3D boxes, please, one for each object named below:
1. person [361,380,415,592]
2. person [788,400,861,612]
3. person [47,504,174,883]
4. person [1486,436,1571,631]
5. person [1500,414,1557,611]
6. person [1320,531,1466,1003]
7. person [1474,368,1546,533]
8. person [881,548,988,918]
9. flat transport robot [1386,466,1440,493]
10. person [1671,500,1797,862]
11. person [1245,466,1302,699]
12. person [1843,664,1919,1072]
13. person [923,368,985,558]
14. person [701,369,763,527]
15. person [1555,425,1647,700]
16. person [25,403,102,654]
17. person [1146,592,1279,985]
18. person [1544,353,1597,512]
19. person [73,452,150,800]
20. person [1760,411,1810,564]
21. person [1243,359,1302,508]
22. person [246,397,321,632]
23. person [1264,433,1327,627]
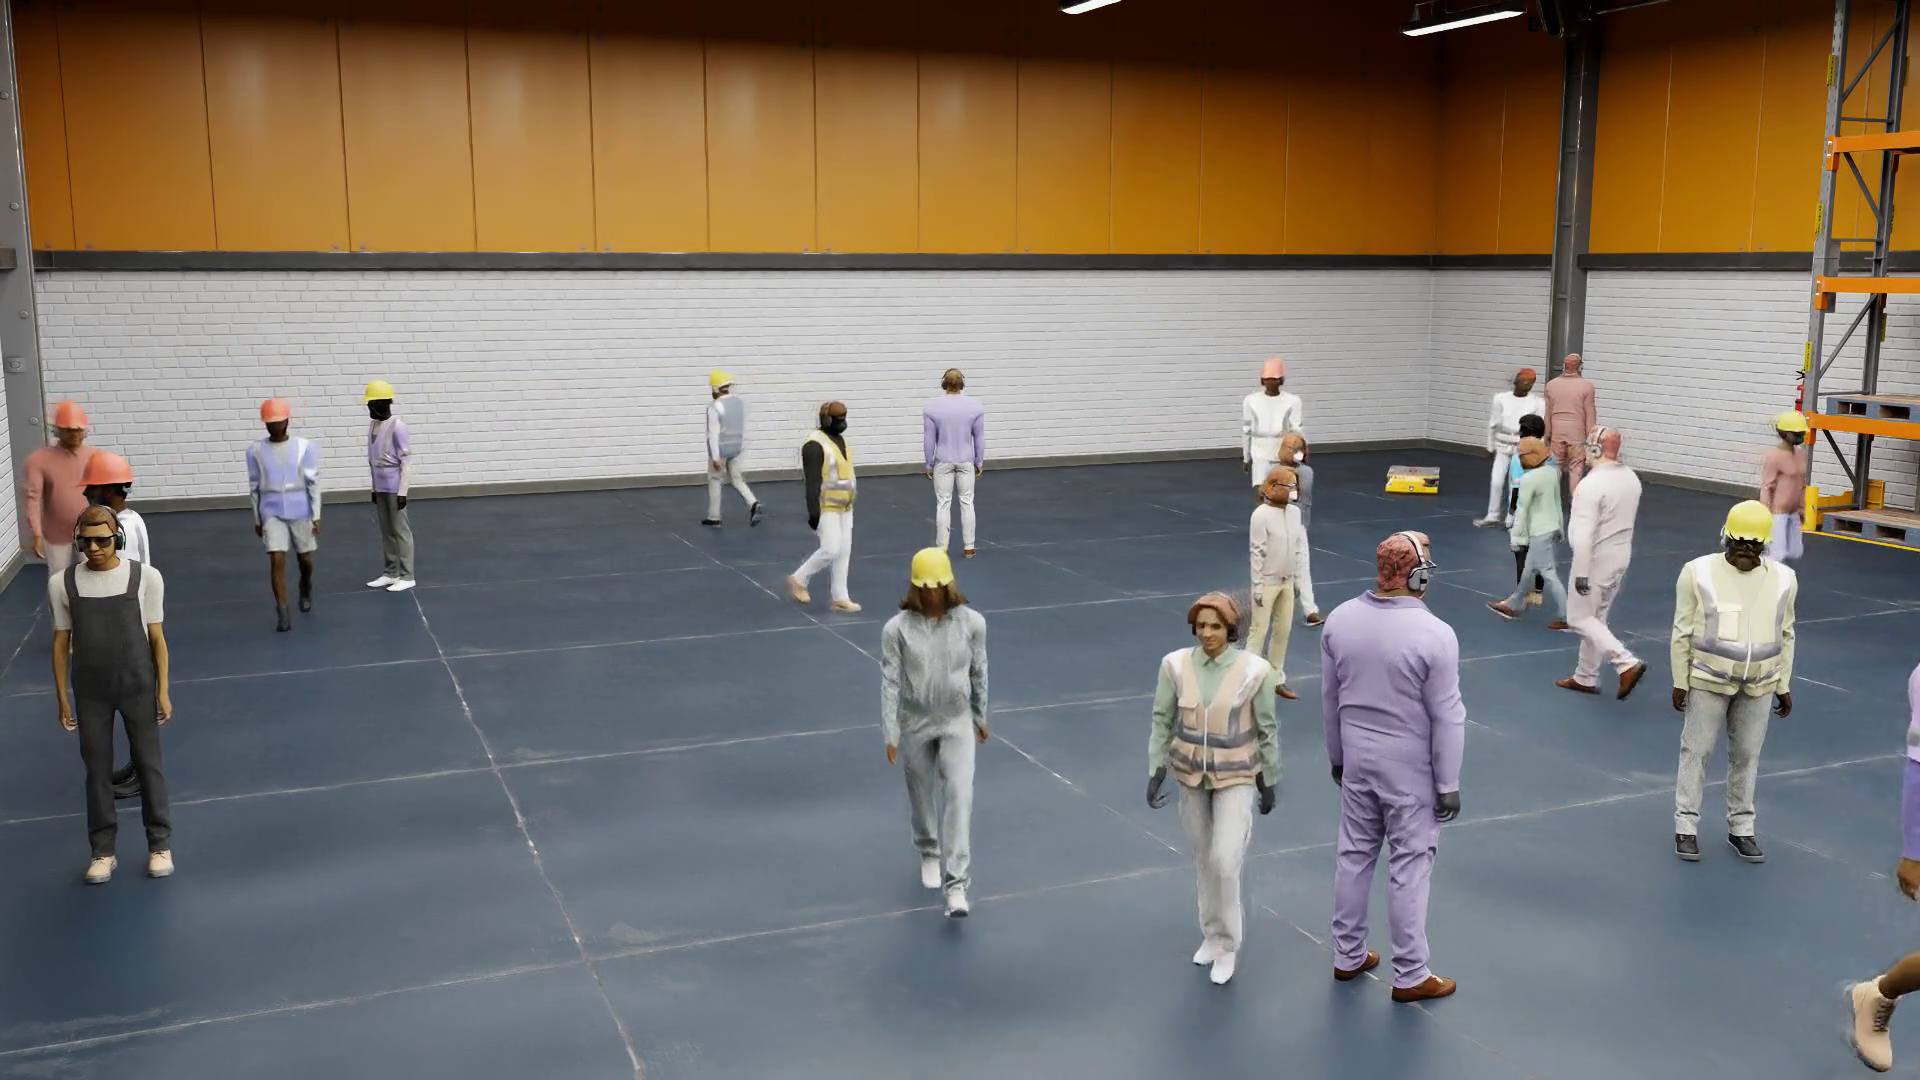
[{"bbox_3d":[-5.217,-0.493,15.171,0.589,1.927,0.388,9,13,43],"label":"person"},{"bbox_3d":[-1.140,-0.286,14.215,0.545,1.826,0.643,5,10,26],"label":"person"},{"bbox_3d":[-4.074,0.735,8.005,0.505,1.842,0.332,-3,10,-20],"label":"person"},{"bbox_3d":[4.664,-0.060,13.556,0.844,1.581,0.554,9,13,44],"label":"person"},{"bbox_3d":[4.892,-0.238,14.318,0.534,1.698,0.318,-7,12,-37],"label":"person"},{"bbox_3d":[1.770,0.908,6.747,0.409,1.908,0.647,-8,12,-39],"label":"person"},{"bbox_3d":[6.125,-0.988,18.415,0.668,1.847,0.443,6,11,31],"label":"person"},{"bbox_3d":[-0.109,0.868,7.617,0.498,1.684,0.917,-1,9,-3],"label":"person"},{"bbox_3d":[6.040,-0.818,22.148,0.652,0.197,1.431,3,10,17],"label":"flat transport robot"},{"bbox_3d":[3.842,0.699,8.267,0.588,1.822,0.403,1,9,6],"label":"person"},{"bbox_3d":[2.138,0.304,11.268,0.511,1.627,0.285,-8,12,-39],"label":"person"},{"bbox_3d":[3.490,1.009,5.765,0.643,2.029,0.563,-3,10,-16],"label":"person"},{"bbox_3d":[-0.058,-0.765,16.820,0.637,1.946,0.401,-1,9,-6],"label":"person"},{"bbox_3d":[-2.598,-1.016,18.706,0.755,1.812,0.593,7,12,37],"label":"person"},{"bbox_3d":[4.404,0.165,11.316,0.651,1.885,0.663,-7,12,-37],"label":"person"},{"bbox_3d":[-6.627,-0.048,12.438,0.622,1.931,1.045,-6,11,-34],"label":"person"},{"bbox_3d":[1.027,1.021,6.910,0.535,1.615,0.556,5,11,29],"label":"person"},{"bbox_3d":[7.353,-1.287,20.031,0.407,1.913,0.641,-9,13,-43],"label":"person"},{"bbox_3d":[-4.686,0.473,9.290,0.357,1.938,0.542,-5,10,-26],"label":"person"},{"bbox_3d":[6.953,-0.244,14.183,0.533,1.748,0.510,-6,11,-33],"label":"person"},{"bbox_3d":[3.287,-0.918,17.533,0.620,2.007,1.017,2,10,11],"label":"person"},{"bbox_3d":[-5.563,-0.242,13.717,0.544,1.913,0.775,-4,10,-21],"label":"person"},{"bbox_3d":[2.717,-0.079,13.690,0.515,1.590,0.870,-4,10,-21],"label":"person"}]
